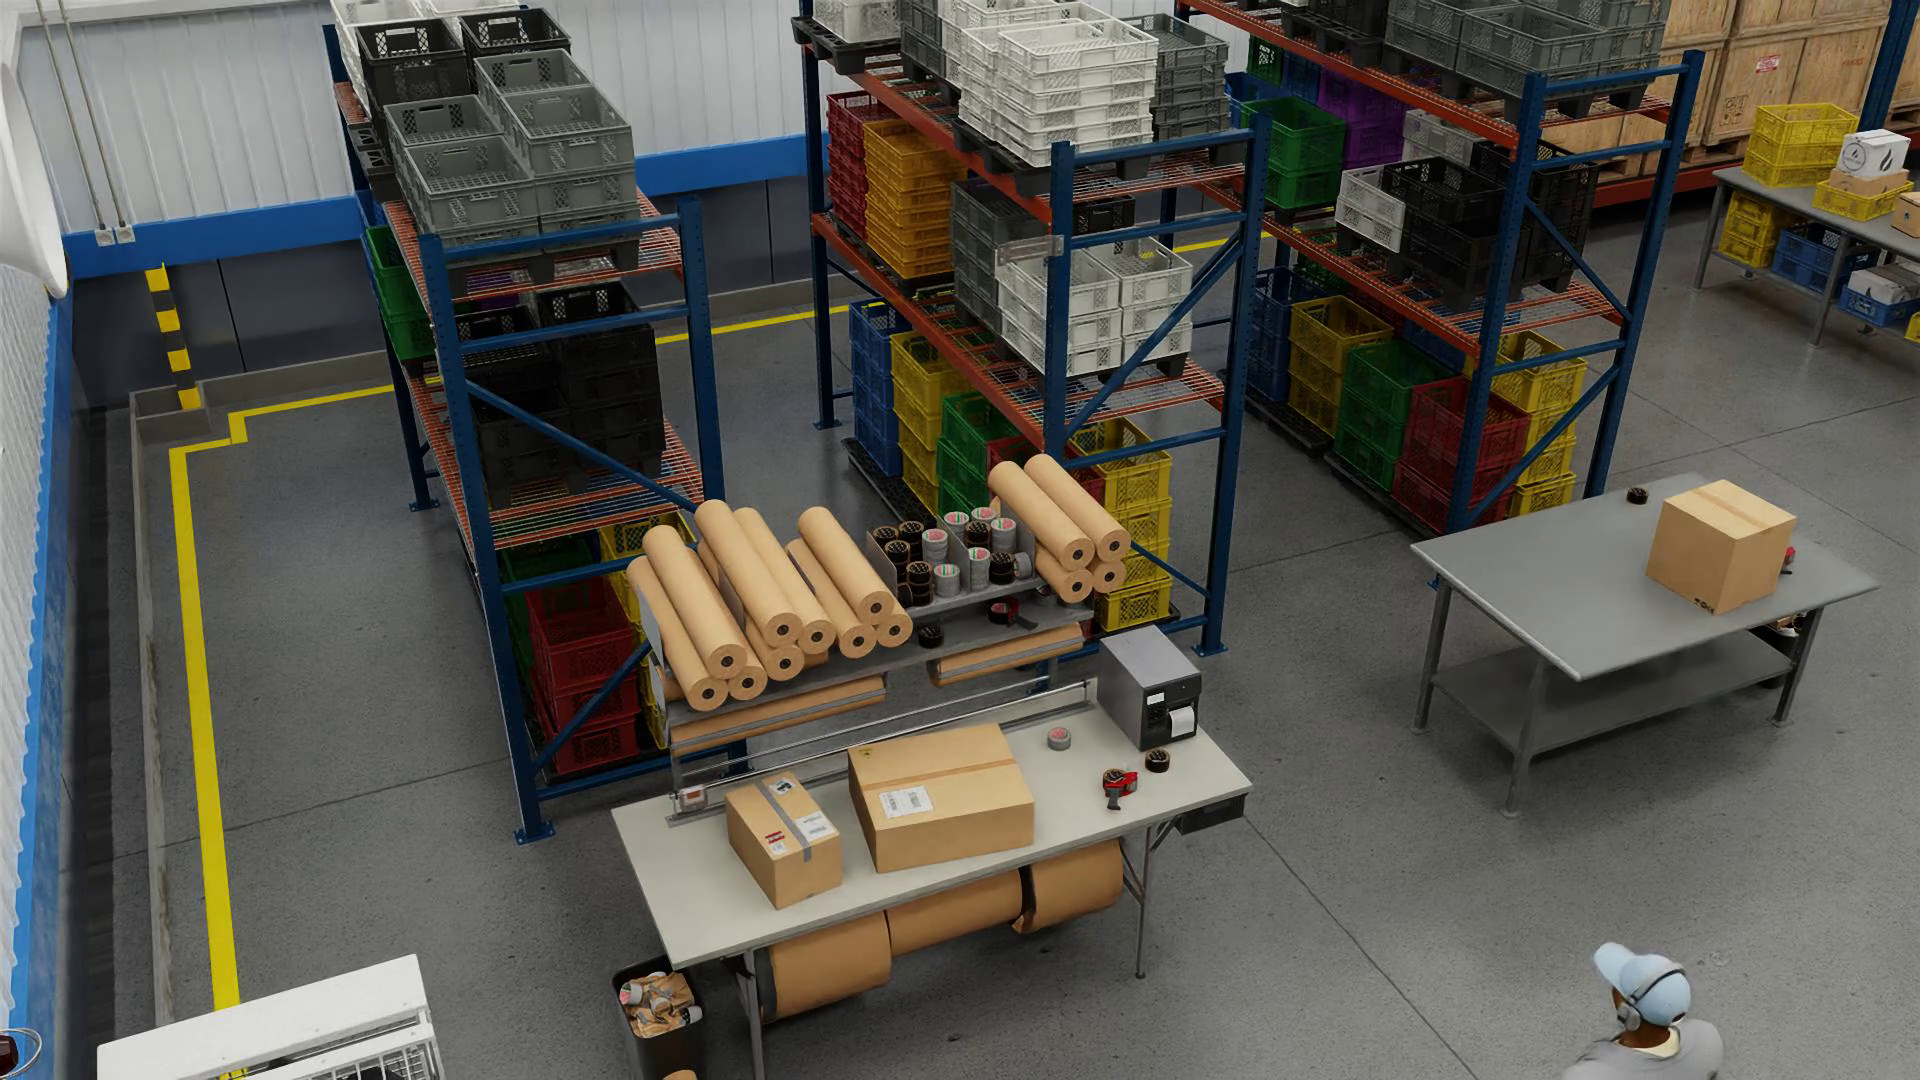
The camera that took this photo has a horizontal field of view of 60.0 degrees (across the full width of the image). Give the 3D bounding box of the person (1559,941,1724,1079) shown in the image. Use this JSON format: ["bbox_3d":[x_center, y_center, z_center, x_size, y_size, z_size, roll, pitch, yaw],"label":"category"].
[{"bbox_3d":[2.009,1.984,5.239,0.588,1.852,0.370,-14,34,-22],"label":"person"}]
